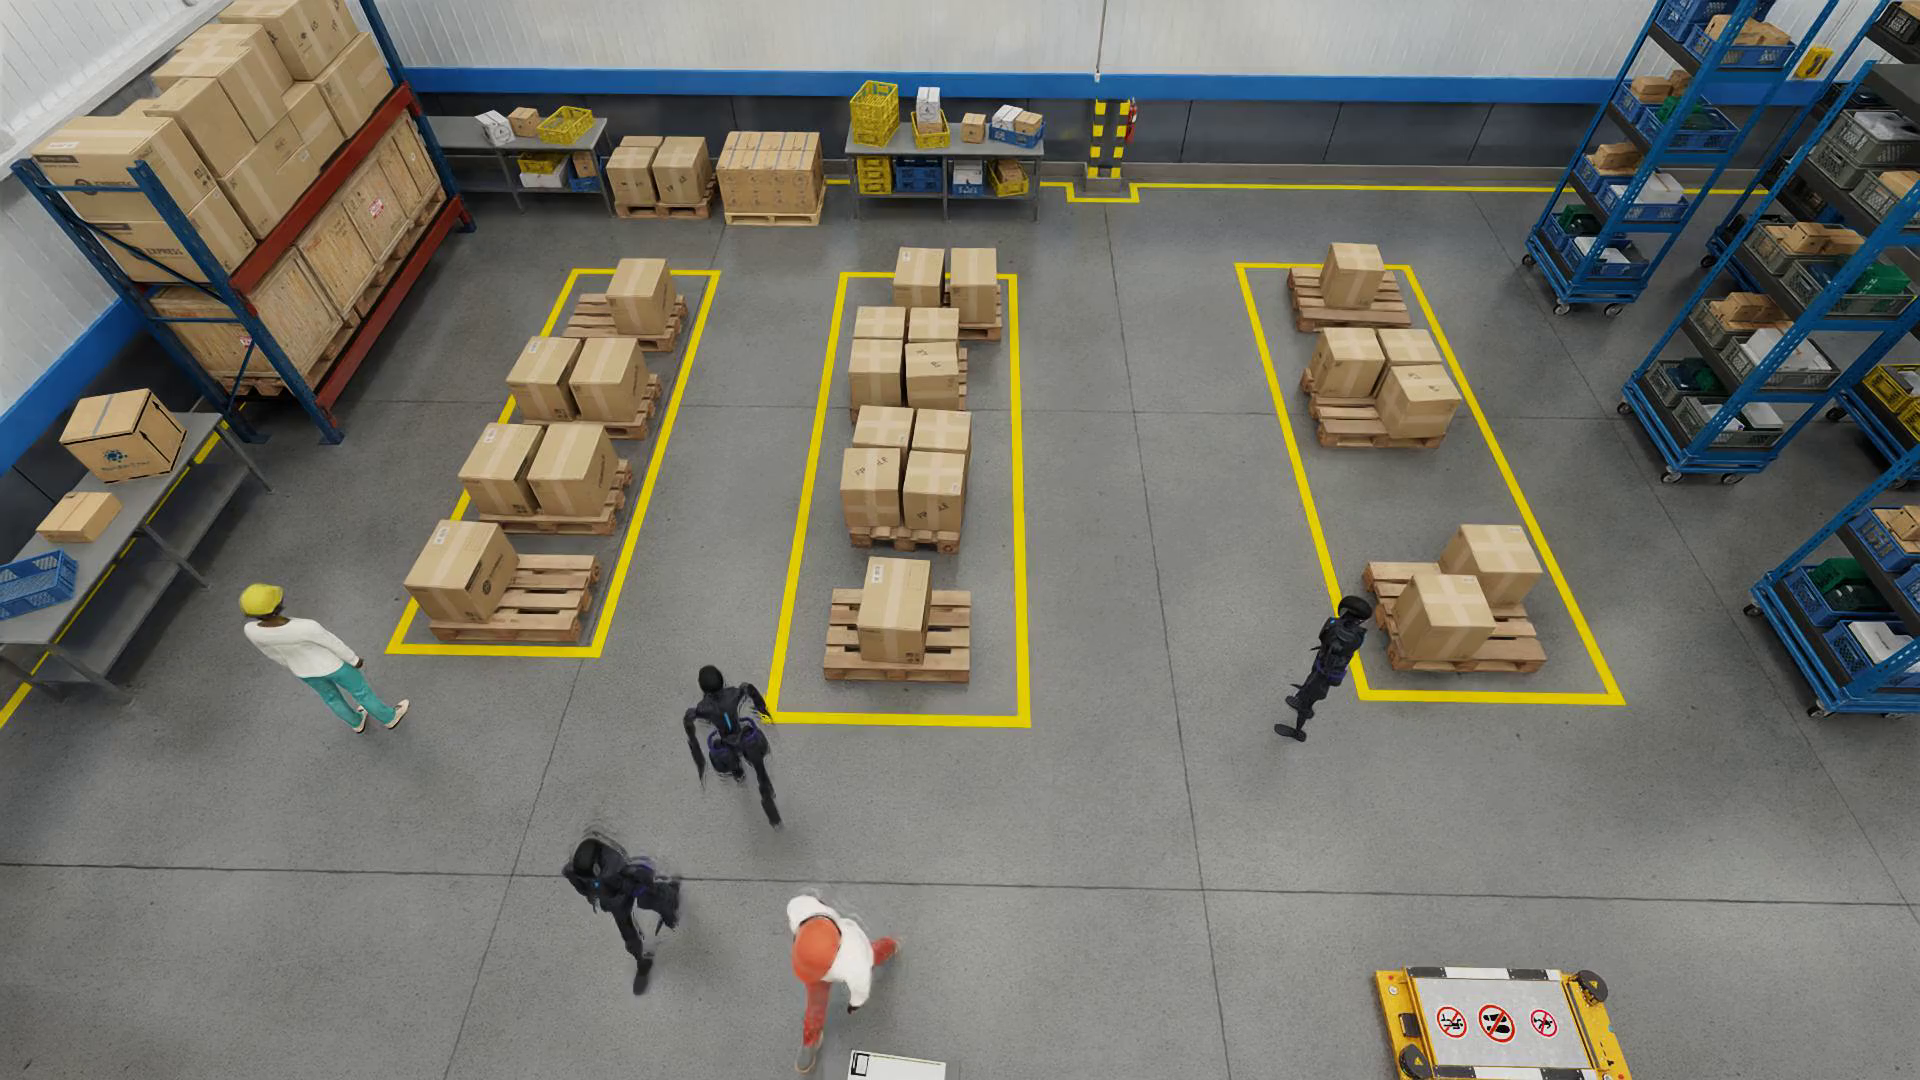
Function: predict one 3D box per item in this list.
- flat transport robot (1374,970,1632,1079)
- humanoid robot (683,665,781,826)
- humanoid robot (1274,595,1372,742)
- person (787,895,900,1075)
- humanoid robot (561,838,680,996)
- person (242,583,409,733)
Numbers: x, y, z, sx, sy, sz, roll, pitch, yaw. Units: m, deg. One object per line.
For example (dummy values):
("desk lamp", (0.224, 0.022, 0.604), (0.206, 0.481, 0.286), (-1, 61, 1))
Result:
("flat transport robot", (3.501, 3.133, 5.914), (1.431, 0.197, 0.652), (1, 51, 1))
("humanoid robot", (-1.581, 1.422, 6.439), (0.614, 1.628, 0.759), (-23, 54, -17))
("humanoid robot", (2.686, 0.946, 6.797), (0.311, 1.657, 0.616), (26, 55, 19))
("person", (-0.755, 2.470, 5.408), (0.668, 1.911, 1.009), (29, 56, 22))
("humanoid robot", (-2.094, 2.248, 5.779), (0.611, 1.630, 0.770), (-2, 51, -1))
("person", (-4.730, 0.897, 6.788), (0.524, 1.768, 0.313), (-4, 51, -3))
